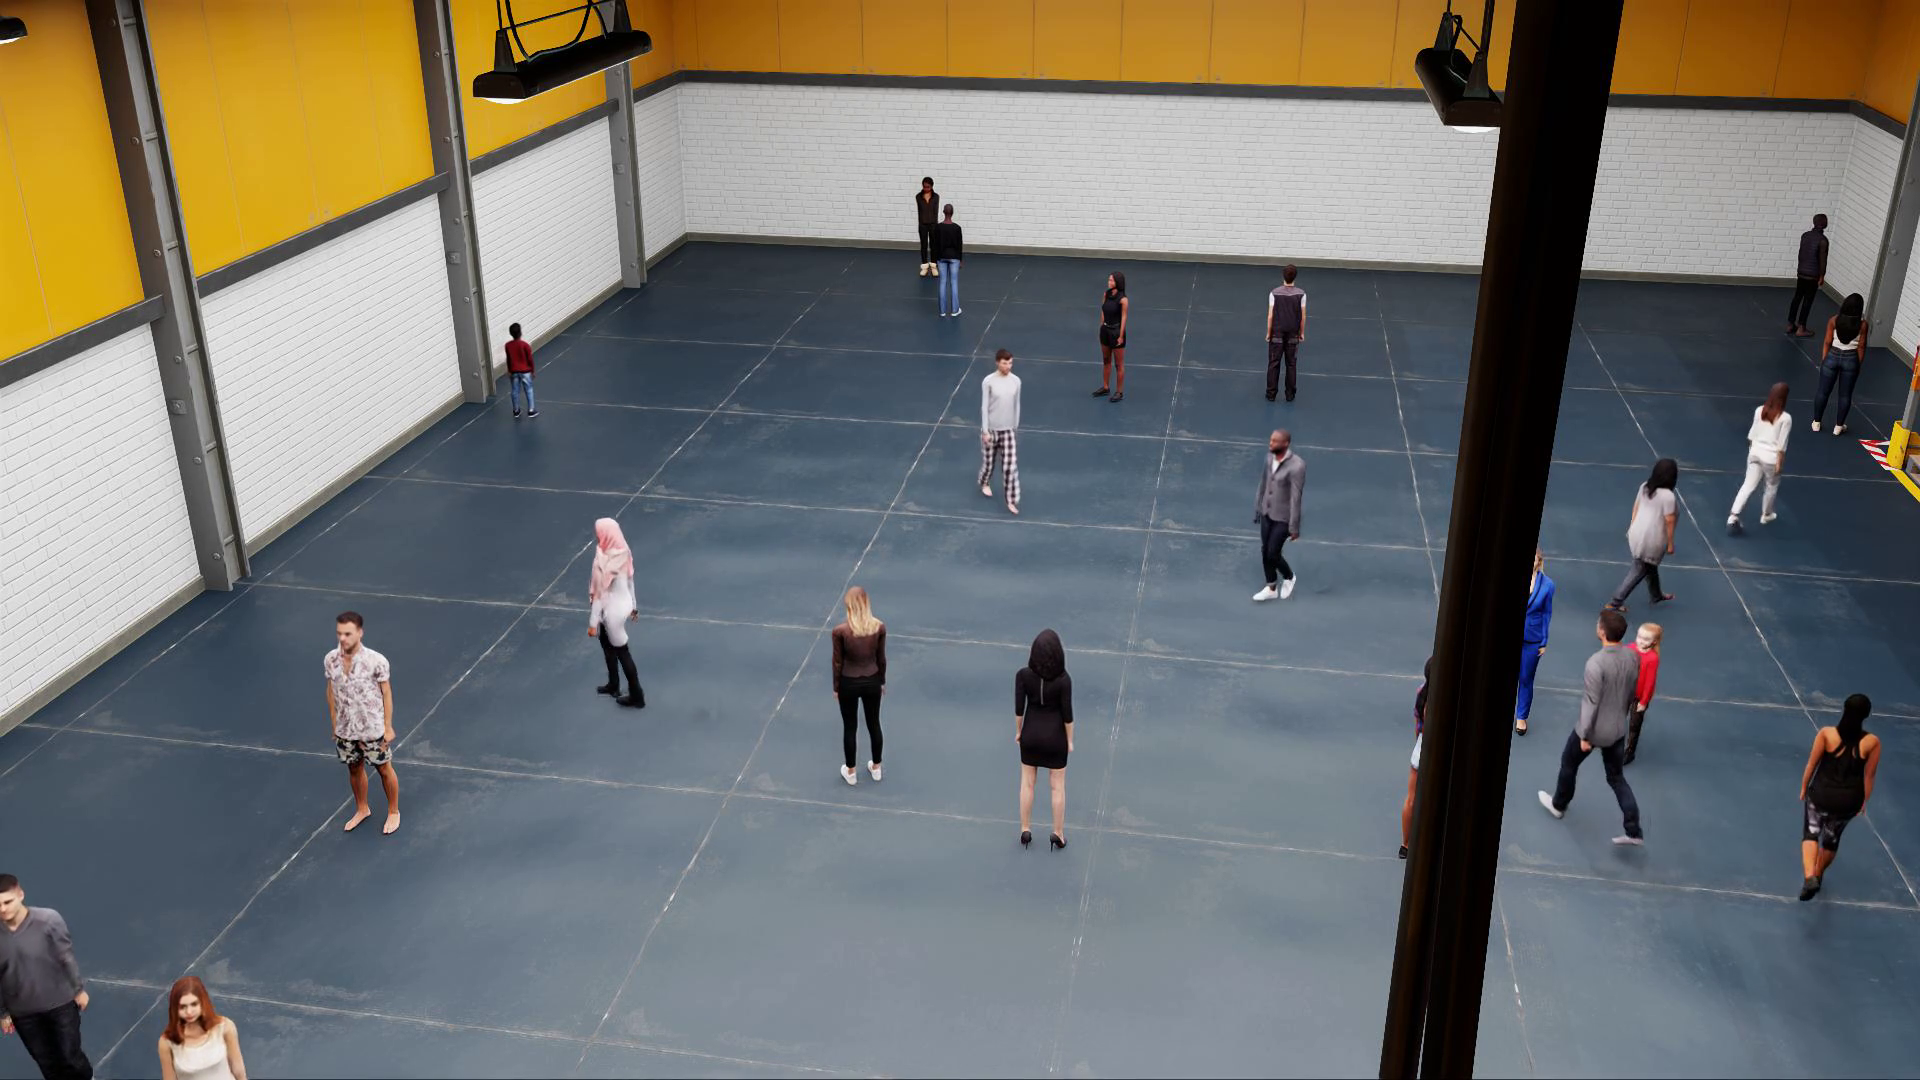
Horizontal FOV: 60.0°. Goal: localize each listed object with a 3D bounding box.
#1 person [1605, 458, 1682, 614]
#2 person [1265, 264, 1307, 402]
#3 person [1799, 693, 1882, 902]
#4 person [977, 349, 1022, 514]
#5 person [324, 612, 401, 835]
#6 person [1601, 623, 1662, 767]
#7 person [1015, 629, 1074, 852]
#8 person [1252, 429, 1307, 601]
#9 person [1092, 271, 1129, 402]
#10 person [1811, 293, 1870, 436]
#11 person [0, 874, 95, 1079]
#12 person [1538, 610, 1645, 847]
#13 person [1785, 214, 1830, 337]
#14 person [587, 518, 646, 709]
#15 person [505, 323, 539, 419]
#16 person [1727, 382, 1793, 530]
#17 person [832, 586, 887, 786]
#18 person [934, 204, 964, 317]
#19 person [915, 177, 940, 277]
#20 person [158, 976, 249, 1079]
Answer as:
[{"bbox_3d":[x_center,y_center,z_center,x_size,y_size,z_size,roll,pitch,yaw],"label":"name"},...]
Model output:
[{"bbox_3d":[6.655,-0.009,16.188,0.966,1.571,1.092,-6,24,-13],"label":"person"},{"bbox_3d":[4.325,-2.757,22.129,0.674,1.848,0.588,2,24,4],"label":"person"},{"bbox_3d":[6.227,1.853,11.831,0.712,1.650,0.942,10,25,21],"label":"person"},{"bbox_3d":[0.399,-1.266,18.771,0.920,1.806,1.205,-6,24,-12],"label":"person"},{"bbox_3d":[-4.567,1.375,12.713,0.661,1.818,0.554,3,24,8],"label":"person"},{"bbox_3d":[5.588,1.252,13.676,0.646,1.273,0.581,-14,27,-29],"label":"person"},{"bbox_3d":[0.623,1.507,12.425,0.617,1.807,0.523,7,25,16],"label":"person"},{"bbox_3d":[3.211,-0.239,16.429,0.943,1.800,0.871,-14,27,-28],"label":"person"},{"bbox_3d":[2.047,-2.731,22.204,0.722,1.740,0.675,-18,29,-35],"label":"person"},{"bbox_3d":[11.113,-2.227,20.965,0.729,1.810,0.733,16,28,32],"label":"person"},{"bbox_3d":[-5.395,2.679,9.811,0.743,1.753,0.770,-6,24,-13],"label":"person"},{"bbox_3d":[4.892,1.463,12.498,1.125,1.829,1.321,-9,25,-20],"label":"person"},{"bbox_3d":[12.751,-3.993,24.971,0.832,1.836,0.677,-6,24,-14],"label":"person"},{"bbox_3d":[-2.891,0.661,14.382,0.754,1.790,0.707,7,24,15],"label":"person"},{"bbox_3d":[-5.722,-2.208,21.615,0.510,1.253,0.503,2,24,4],"label":"person"},{"bbox_3d":[8.707,-0.879,18.070,1.112,1.657,1.050,-16,28,-32],"label":"person"},{"bbox_3d":[-0.806,1.168,13.333,0.672,1.702,0.680,-9,25,-20],"label":"person"},{"bbox_3d":[-0.179,-4.376,25.956,0.590,1.749,0.523,3,24,8],"label":"person"},{"bbox_3d":[-0.547,-5.362,28.321,0.621,1.662,0.687,1,24,1],"label":"person"},{"bbox_3d":[-4.079,3.041,9.041,0.750,1.706,0.827,-10,26,-22],"label":"person"}]
